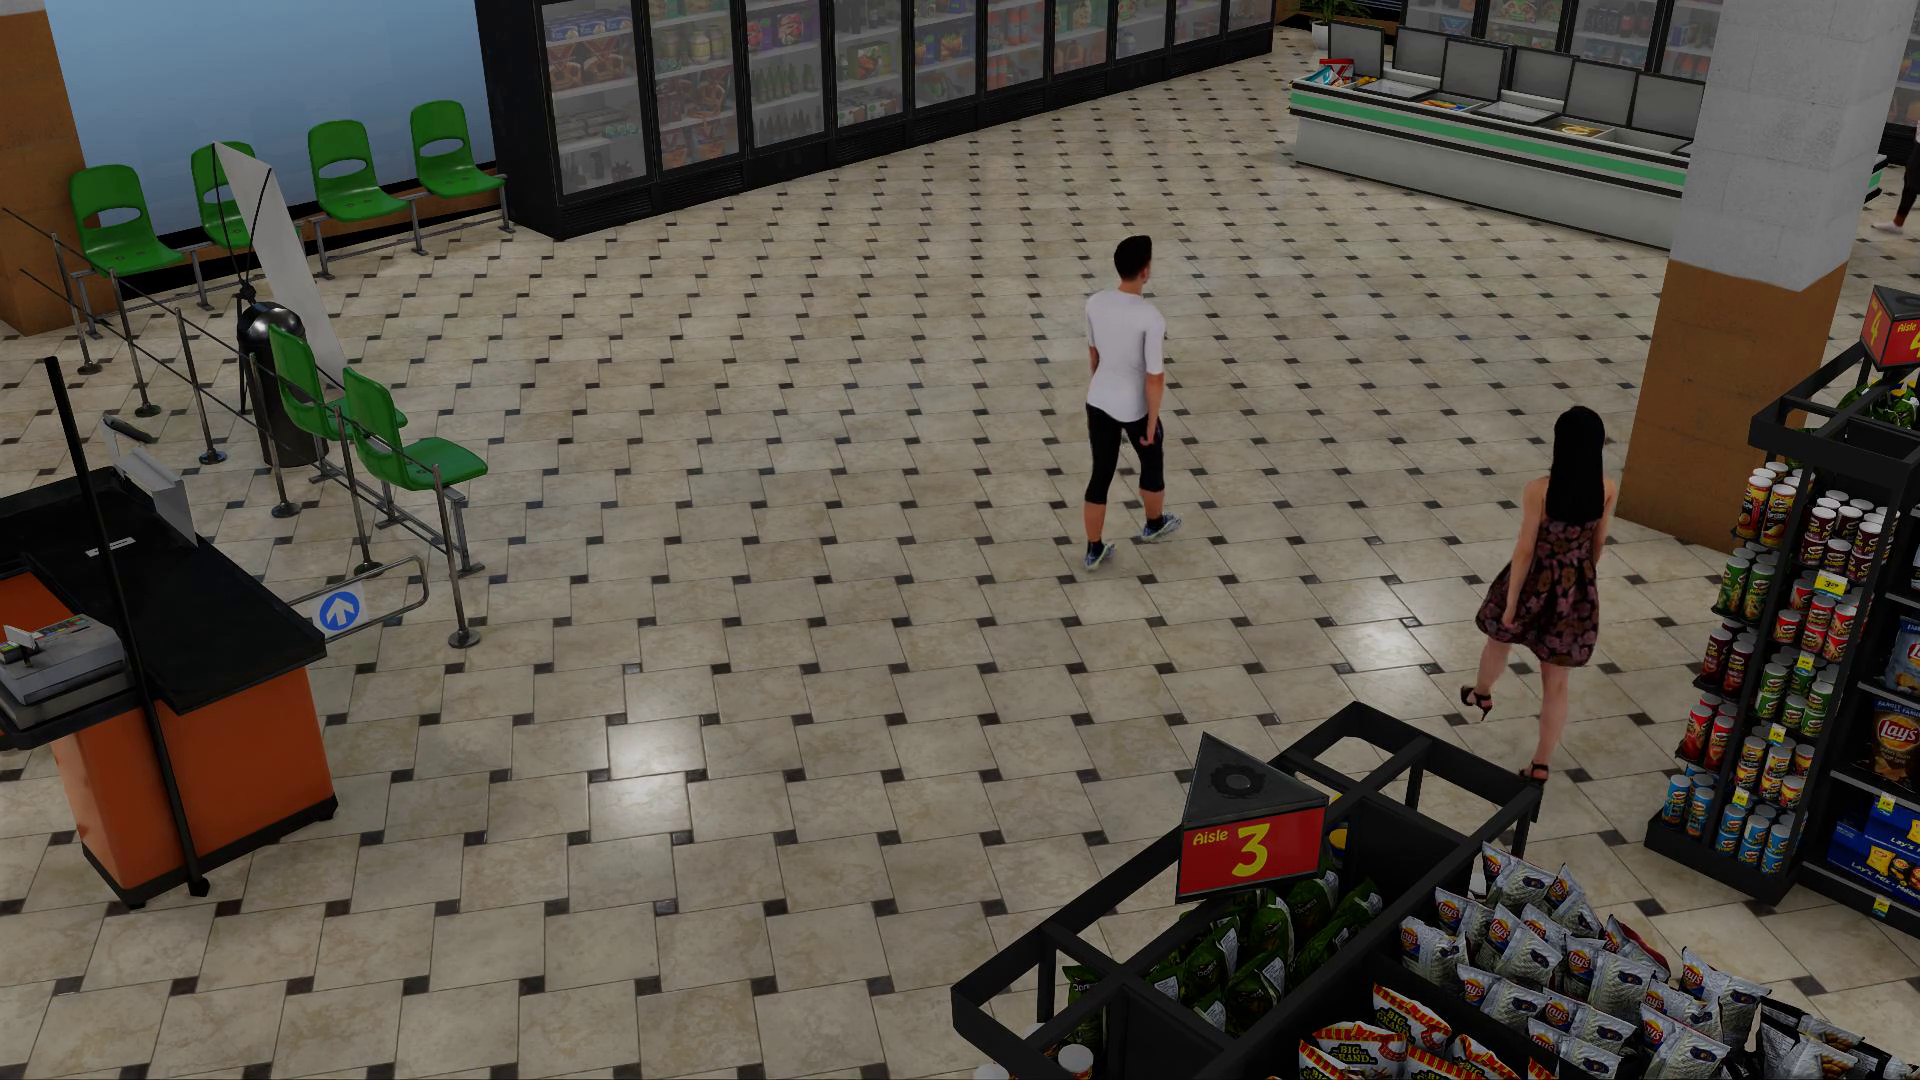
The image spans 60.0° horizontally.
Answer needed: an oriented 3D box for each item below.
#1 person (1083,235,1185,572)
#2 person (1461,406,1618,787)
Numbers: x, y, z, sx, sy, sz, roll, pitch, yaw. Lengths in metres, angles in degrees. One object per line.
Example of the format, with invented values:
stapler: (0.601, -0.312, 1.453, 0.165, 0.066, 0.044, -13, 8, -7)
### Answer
person: (0.802, -0.677, 8.772, 0.961, 1.829, 0.838, 19, 34, 30)
person: (2.531, 0.314, 7.048, 1.004, 1.742, 1.115, -3, 29, -6)
